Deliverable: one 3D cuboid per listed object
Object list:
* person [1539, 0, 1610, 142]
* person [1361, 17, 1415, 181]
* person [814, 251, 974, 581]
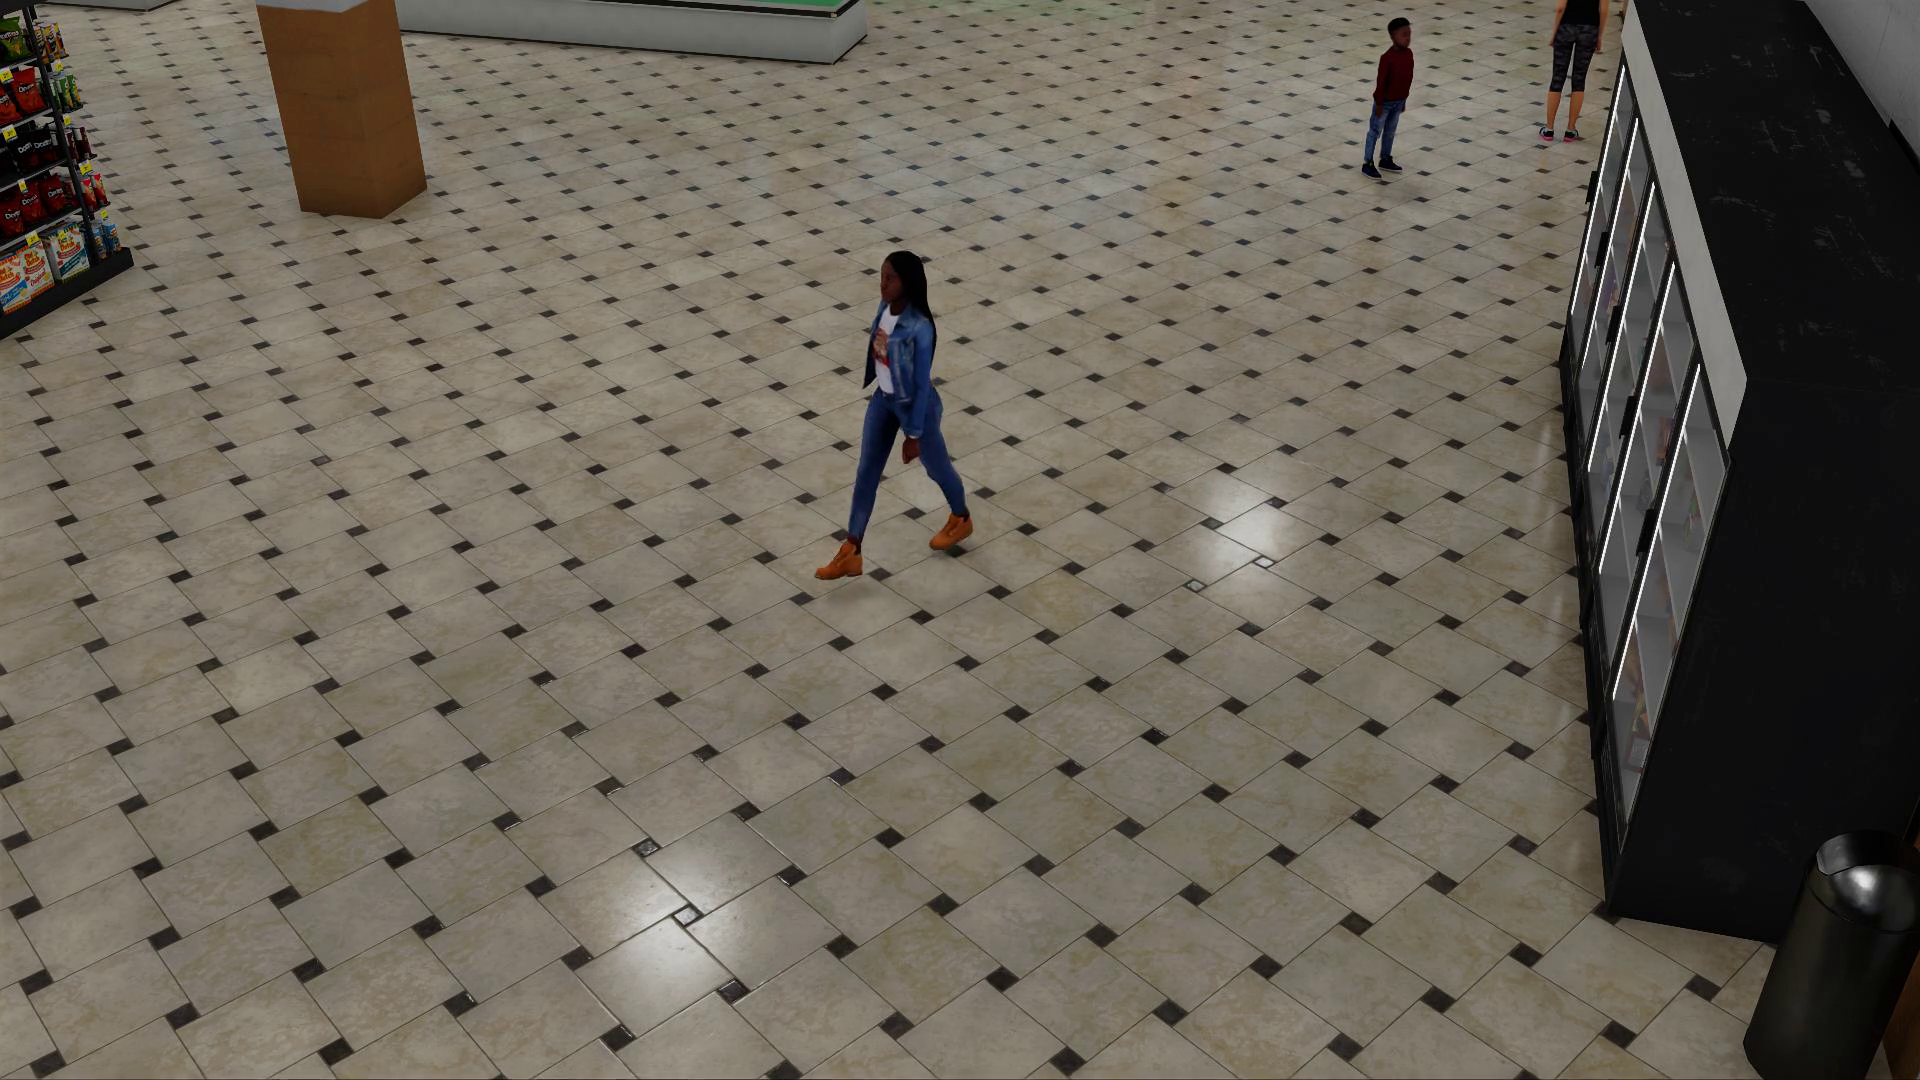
[{"bbox_3d":[5.144,-4.208,13.887,0.472,1.728,0.631,9,33,14],"label":"person"},{"bbox_3d":[3.414,-3.527,13.241,0.578,1.253,0.629,-20,37,-29],"label":"person"},{"bbox_3d":[-0.185,-0.599,8.152,1.158,1.659,1.176,-22,38,-31],"label":"person"}]
